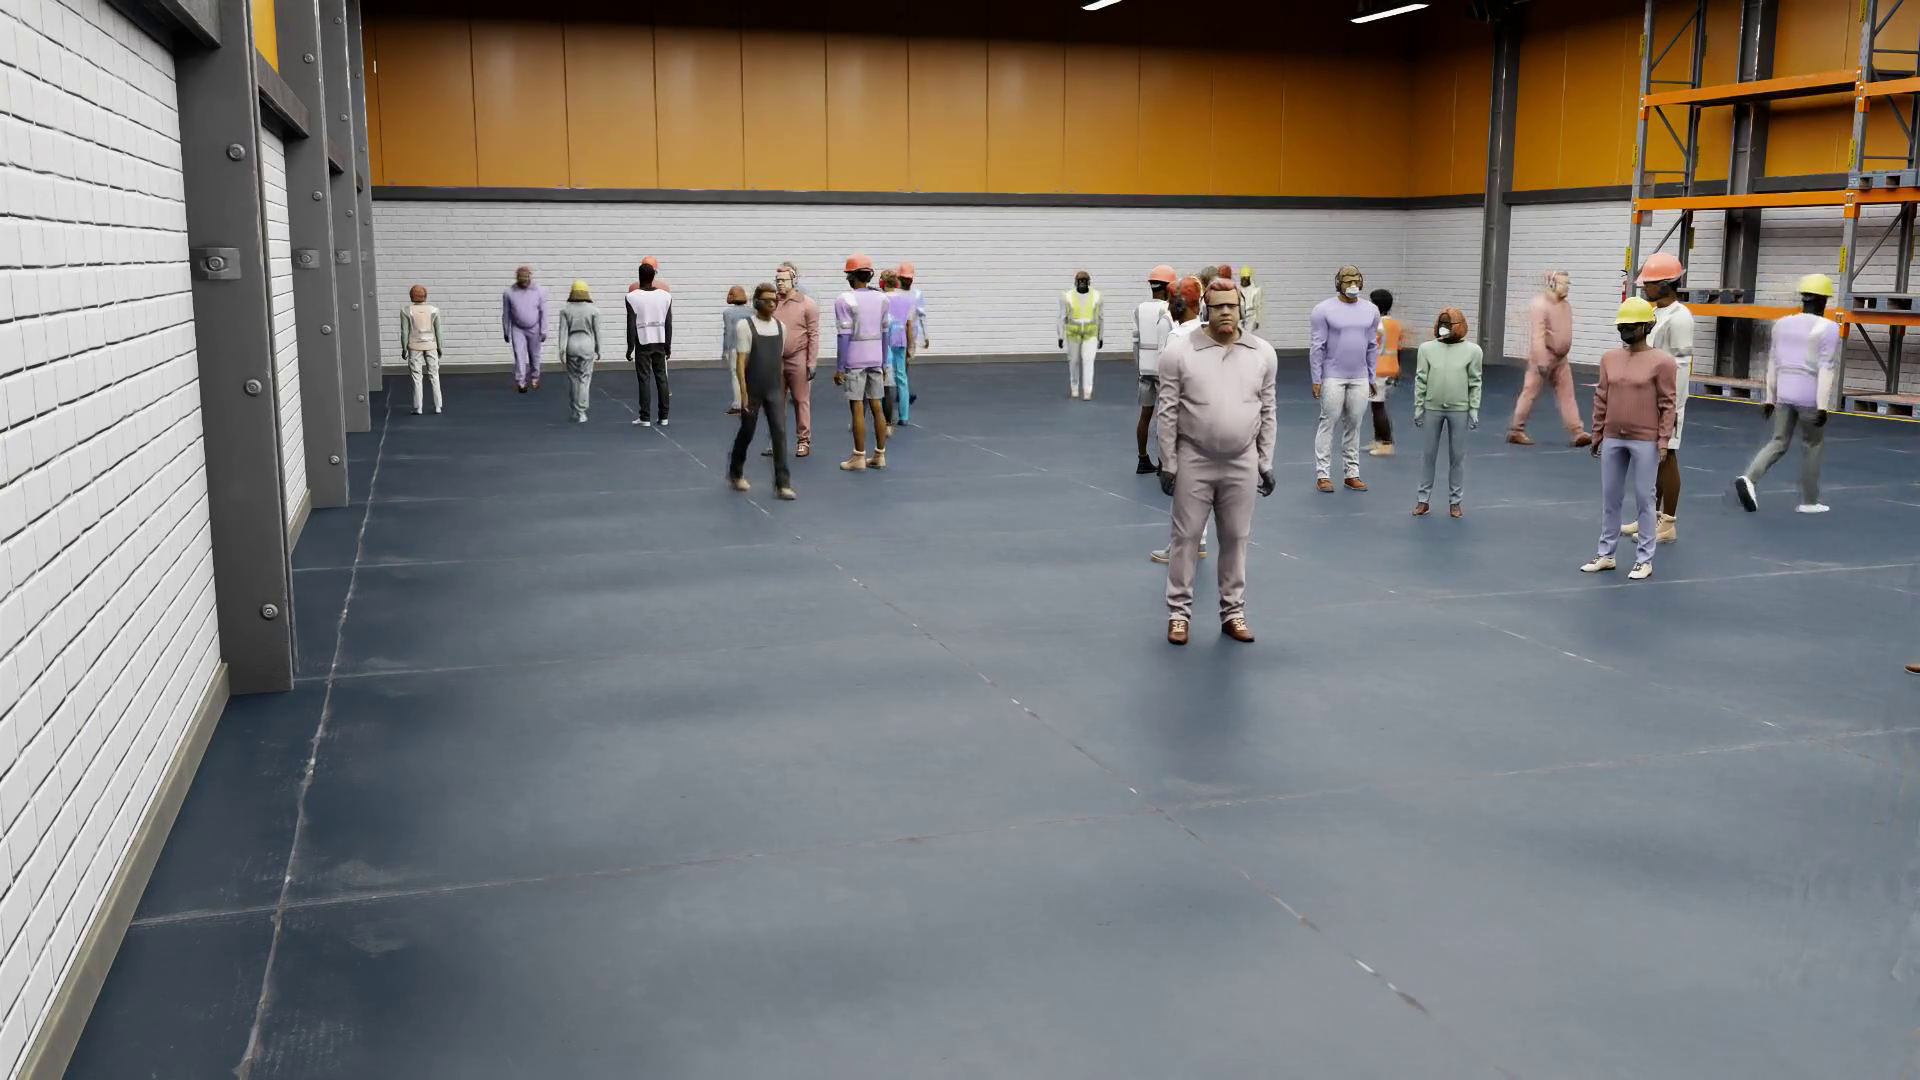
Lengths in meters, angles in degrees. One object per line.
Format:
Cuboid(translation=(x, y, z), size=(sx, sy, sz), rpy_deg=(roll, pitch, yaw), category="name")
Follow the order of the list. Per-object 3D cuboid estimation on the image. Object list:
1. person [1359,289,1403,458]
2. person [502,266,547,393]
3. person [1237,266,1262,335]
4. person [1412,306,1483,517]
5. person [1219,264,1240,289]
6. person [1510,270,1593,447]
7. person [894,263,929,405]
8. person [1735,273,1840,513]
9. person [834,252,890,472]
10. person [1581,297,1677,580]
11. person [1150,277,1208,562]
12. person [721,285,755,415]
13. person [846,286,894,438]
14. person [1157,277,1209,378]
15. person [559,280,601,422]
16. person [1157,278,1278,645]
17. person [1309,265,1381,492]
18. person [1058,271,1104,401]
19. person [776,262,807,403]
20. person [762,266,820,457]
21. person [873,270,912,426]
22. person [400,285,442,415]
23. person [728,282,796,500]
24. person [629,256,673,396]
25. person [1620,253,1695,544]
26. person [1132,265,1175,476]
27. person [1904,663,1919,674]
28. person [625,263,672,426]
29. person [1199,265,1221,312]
Cuboid(translation=(4.165, -1.670, 16.669), size=(0.533, 1.677, 0.551), rpy_deg=(10, 14, 44), category="person")
Cuboid(translation=(-6.440, -3.121, 24.631), size=(0.646, 1.852, 1.006), rpy_deg=(-3, 10, -14), category="person")
Cuboid(translation=(4.991, -3.884, 29.128), size=(0.589, 1.813, 0.511), rpy_deg=(4, 11, 22), category="person")
Cuboid(translation=(3.771, -0.988, 12.885), size=(0.501, 1.631, 0.285), rpy_deg=(4, 11, 23), category="person")
Cuboid(translation=(4.227, -3.476, 26.616), size=(0.587, 1.863, 0.594), rpy_deg=(-4, 11, -23), category="person")
Cuboid(translation=(6.257, -1.893, 17.482), size=(0.678, 1.852, 0.993), rpy_deg=(-7, 12, -37), category="person")
Cuboid(translation=(-0.691, -2.760, 22.385), size=(0.576, 1.887, 0.965), rpy_deg=(-4, 11, -23), category="person")
Cuboid(translation=(6.471, -1.123, 12.942), size=(0.850, 1.895, 0.599), rpy_deg=(-5, 11, -25), category="person")
Cuboid(translation=(-0.936, -1.663, 15.600), size=(0.609, 2.044, 0.395), rpy_deg=(-8, 13, -40), category="person")
Cuboid(translation=(4.205, -0.635, 10.453), size=(0.327, 1.767, 0.533), rpy_deg=(-7, 12, -37), category="person")
Cuboid(translation=(1.484, -0.787, 10.990), size=(0.356, 1.886, 0.574), rpy_deg=(6, 11, 31), category="person")
Cuboid(translation=(-2.803, -2.404, 21.077), size=(0.279, 1.634, 0.499), rpy_deg=(9, 14, 43), category="person")
Cuboid(translation=(-1.007, -1.981, 18.523), size=(0.542, 1.667, 0.796), rpy_deg=(-6, 11, -30), category="person")
Cuboid(translation=(2.029, -1.429, 14.865), size=(0.600, 1.828, 0.404), rpy_deg=(-7, 12, -34), category="person")
Cuboid(translation=(-4.635, -2.317, 20.379), size=(0.492, 1.708, 0.829), rpy_deg=(-1, 10, -4), category="person")
Cuboid(translation=(1.351, -0.403, 8.703), size=(0.643, 1.910, 0.400), rpy_deg=(-1, 10, -5), category="person")
Cuboid(translation=(3.294, -1.376, 14.247), size=(0.635, 1.939, 0.367), rpy_deg=(-2, 10, -12), category="person")
Cuboid(translation=(1.690, -2.864, 23.280), size=(0.644, 1.801, 0.958), rpy_deg=(0, 10, 3), category="person")
Cuboid(translation=(-2.391, -2.804, 22.574), size=(0.809, 1.909, 0.662), rpy_deg=(6, 12, 33), category="person")
Cuboid(translation=(-1.740, -1.787, 16.718), size=(0.648, 1.907, 0.409), rpy_deg=(3, 10, 16), category="person")
Cuboid(translation=(-0.810, -2.243, 19.530), size=(0.570, 1.843, 0.373), rpy_deg=(-6, 11, -29), category="person")
Cuboid(translation=(-6.805, -2.398, 21.038), size=(0.517, 1.636, 0.313), rpy_deg=(-6, 11, -31), category="person")
Cuboid(translation=(-1.697, -1.262, 13.988), size=(0.514, 1.812, 0.924), rpy_deg=(-7, 12, -33), category="person")
Cuboid(translation=(-4.388, -3.032, 23.669), size=(0.611, 1.995, 0.375), rpy_deg=(0, 10, 0), category="person")
Cuboid(translation=(4.911, -0.989, 11.718), size=(0.394, 2.038, 0.605), rpy_deg=(1, 10, 4), category="person")
Cuboid(translation=(1.833, -1.551, 15.282), size=(0.366, 1.931, 0.542), rpy_deg=(-8, 13, -41), category="person")
Cuboid(translation=(4.737, -0.221, 7.779), size=(0.332, 1.863, 0.532), rpy_deg=(1, 10, 7), category="person")
Cuboid(translation=(-3.675, -2.306, 19.691), size=(0.591, 1.919, 0.391), rpy_deg=(-8, 12, -37), category="person")
Cuboid(translation=(2.533, -2.020, 18.058), size=(0.661, 1.910, 0.651), rpy_deg=(6, 11, 31), category="person")
